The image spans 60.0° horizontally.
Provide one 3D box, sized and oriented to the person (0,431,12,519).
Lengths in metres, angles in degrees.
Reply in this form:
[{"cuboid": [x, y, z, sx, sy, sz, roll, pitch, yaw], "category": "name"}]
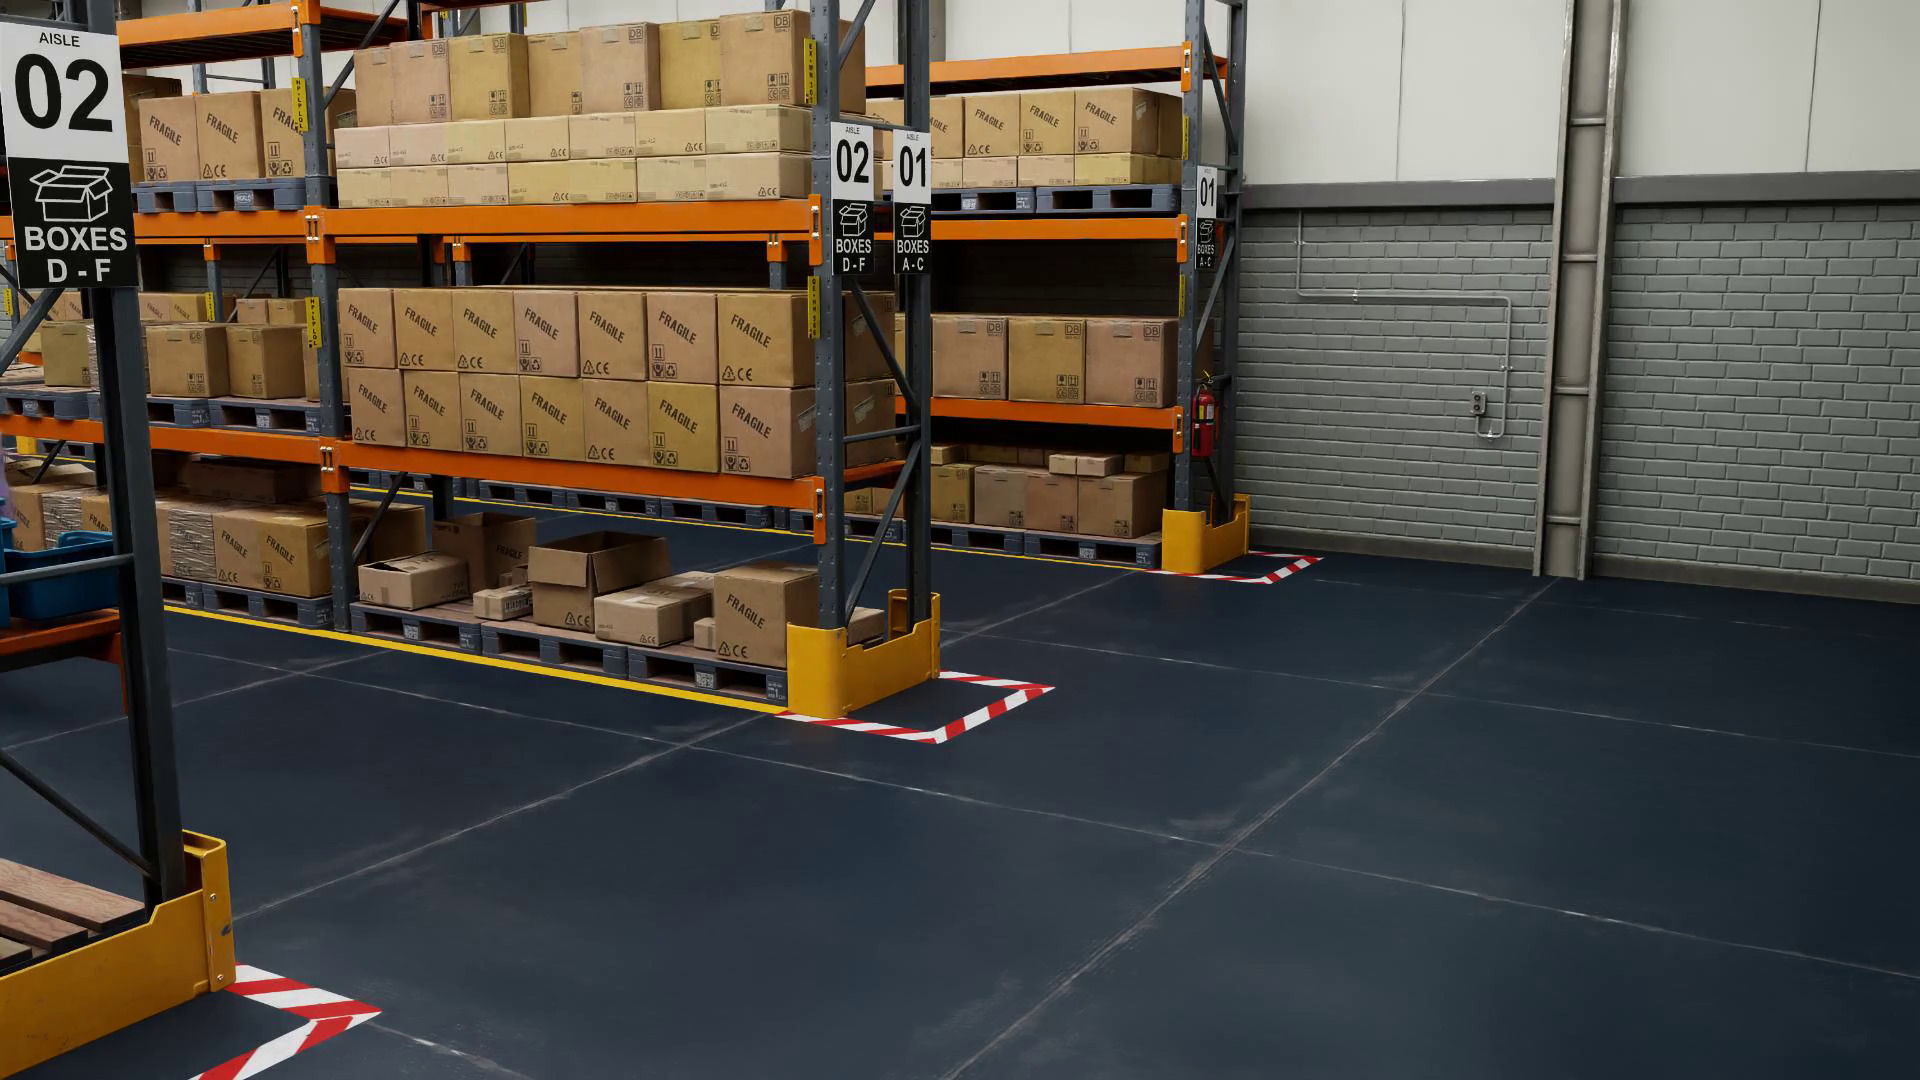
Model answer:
[{"cuboid": [-5.886, -0.061, 9.629, 0.651, 1.918, 0.670, -9, 14, -44], "category": "person"}]
